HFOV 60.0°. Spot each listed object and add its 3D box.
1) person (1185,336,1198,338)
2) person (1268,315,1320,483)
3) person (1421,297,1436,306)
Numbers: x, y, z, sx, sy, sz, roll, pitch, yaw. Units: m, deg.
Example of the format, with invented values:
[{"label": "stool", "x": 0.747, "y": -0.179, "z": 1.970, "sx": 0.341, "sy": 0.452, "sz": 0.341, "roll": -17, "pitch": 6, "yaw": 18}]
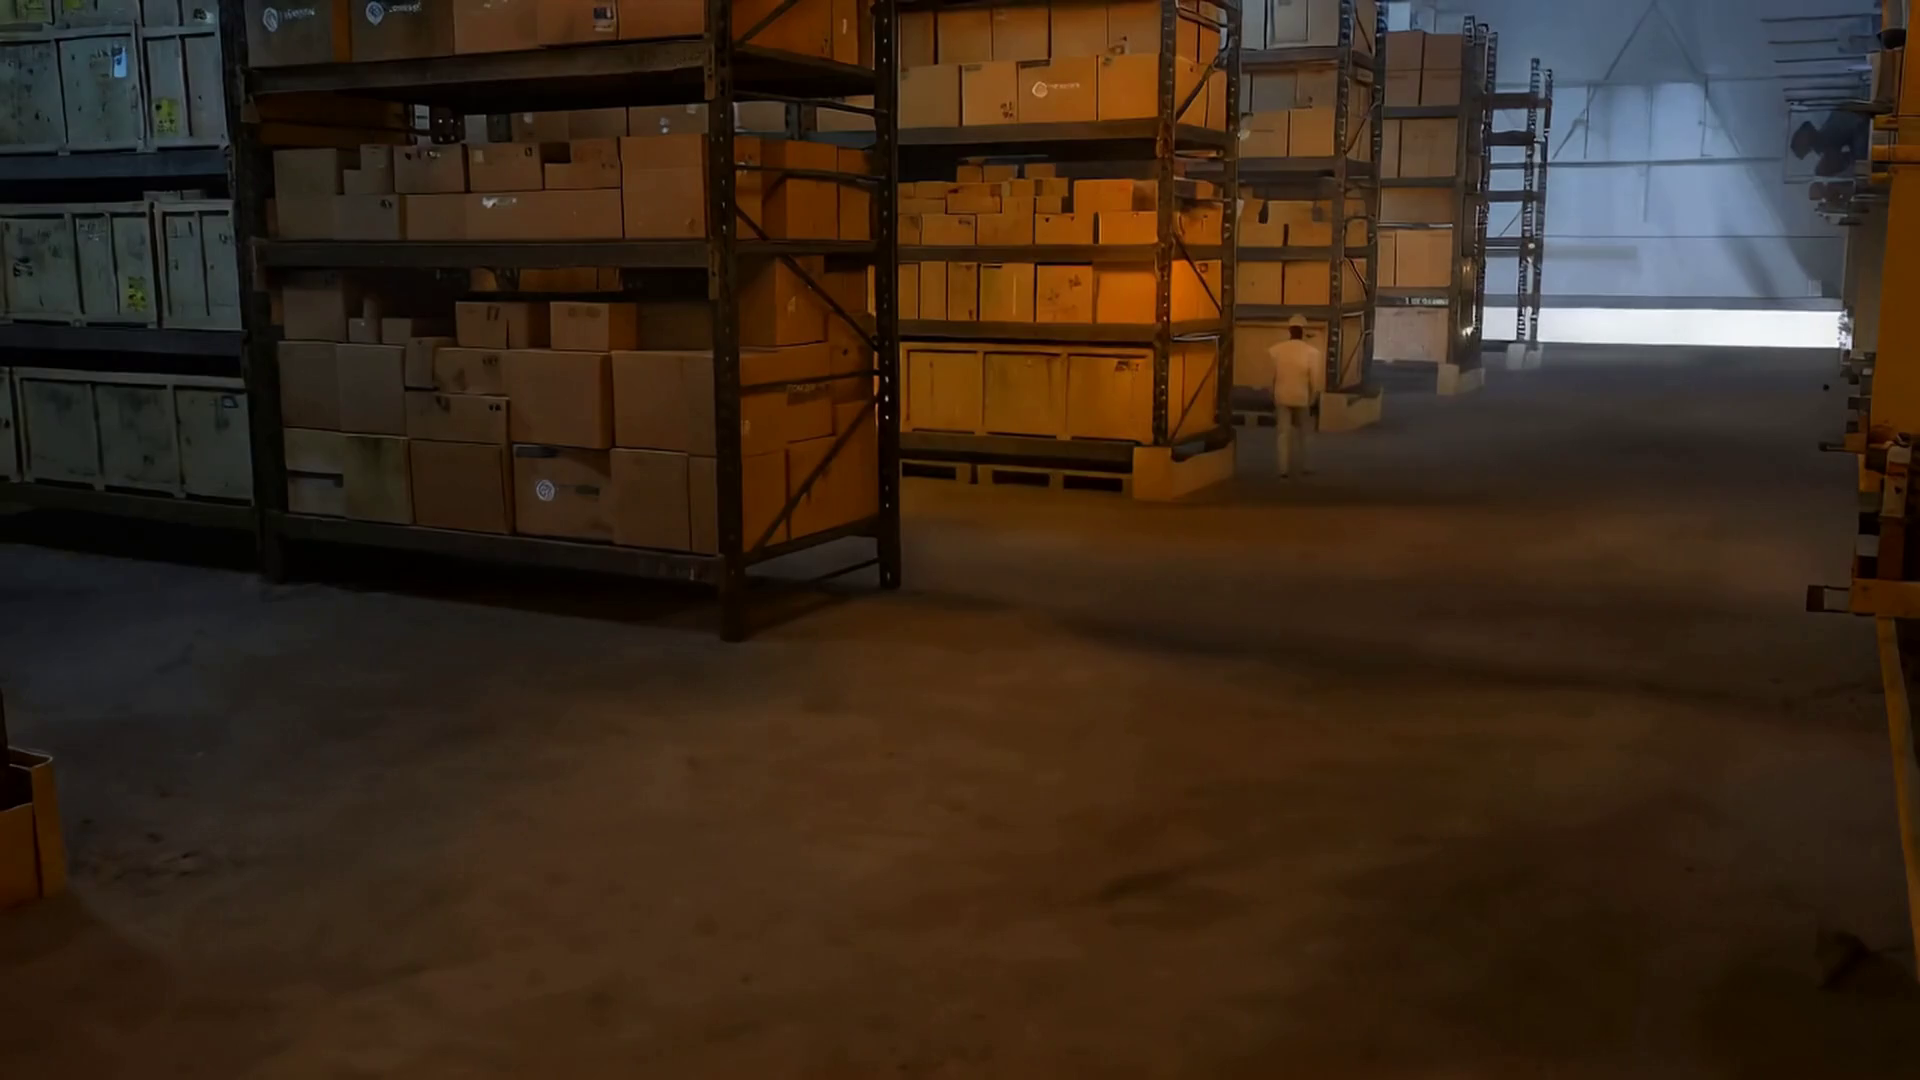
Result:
[{"label": "person", "x": 2.685, "y": -2.181, "z": 20.665, "sx": 0.545, "sy": 1.918, "sz": 0.751, "roll": -2, "pitch": 10, "yaw": -12}, {"label": "person", "x": 3.442, "y": -1.456, "z": 17.111, "sx": 0.547, "sy": 1.695, "sz": 0.878, "roll": 4, "pitch": 10, "yaw": 20}, {"label": "person", "x": 9.335, "y": -4.217, "z": 33.246, "sx": 0.309, "sy": 1.641, "sz": 0.515, "roll": 8, "pitch": 13, "yaw": 40}]
